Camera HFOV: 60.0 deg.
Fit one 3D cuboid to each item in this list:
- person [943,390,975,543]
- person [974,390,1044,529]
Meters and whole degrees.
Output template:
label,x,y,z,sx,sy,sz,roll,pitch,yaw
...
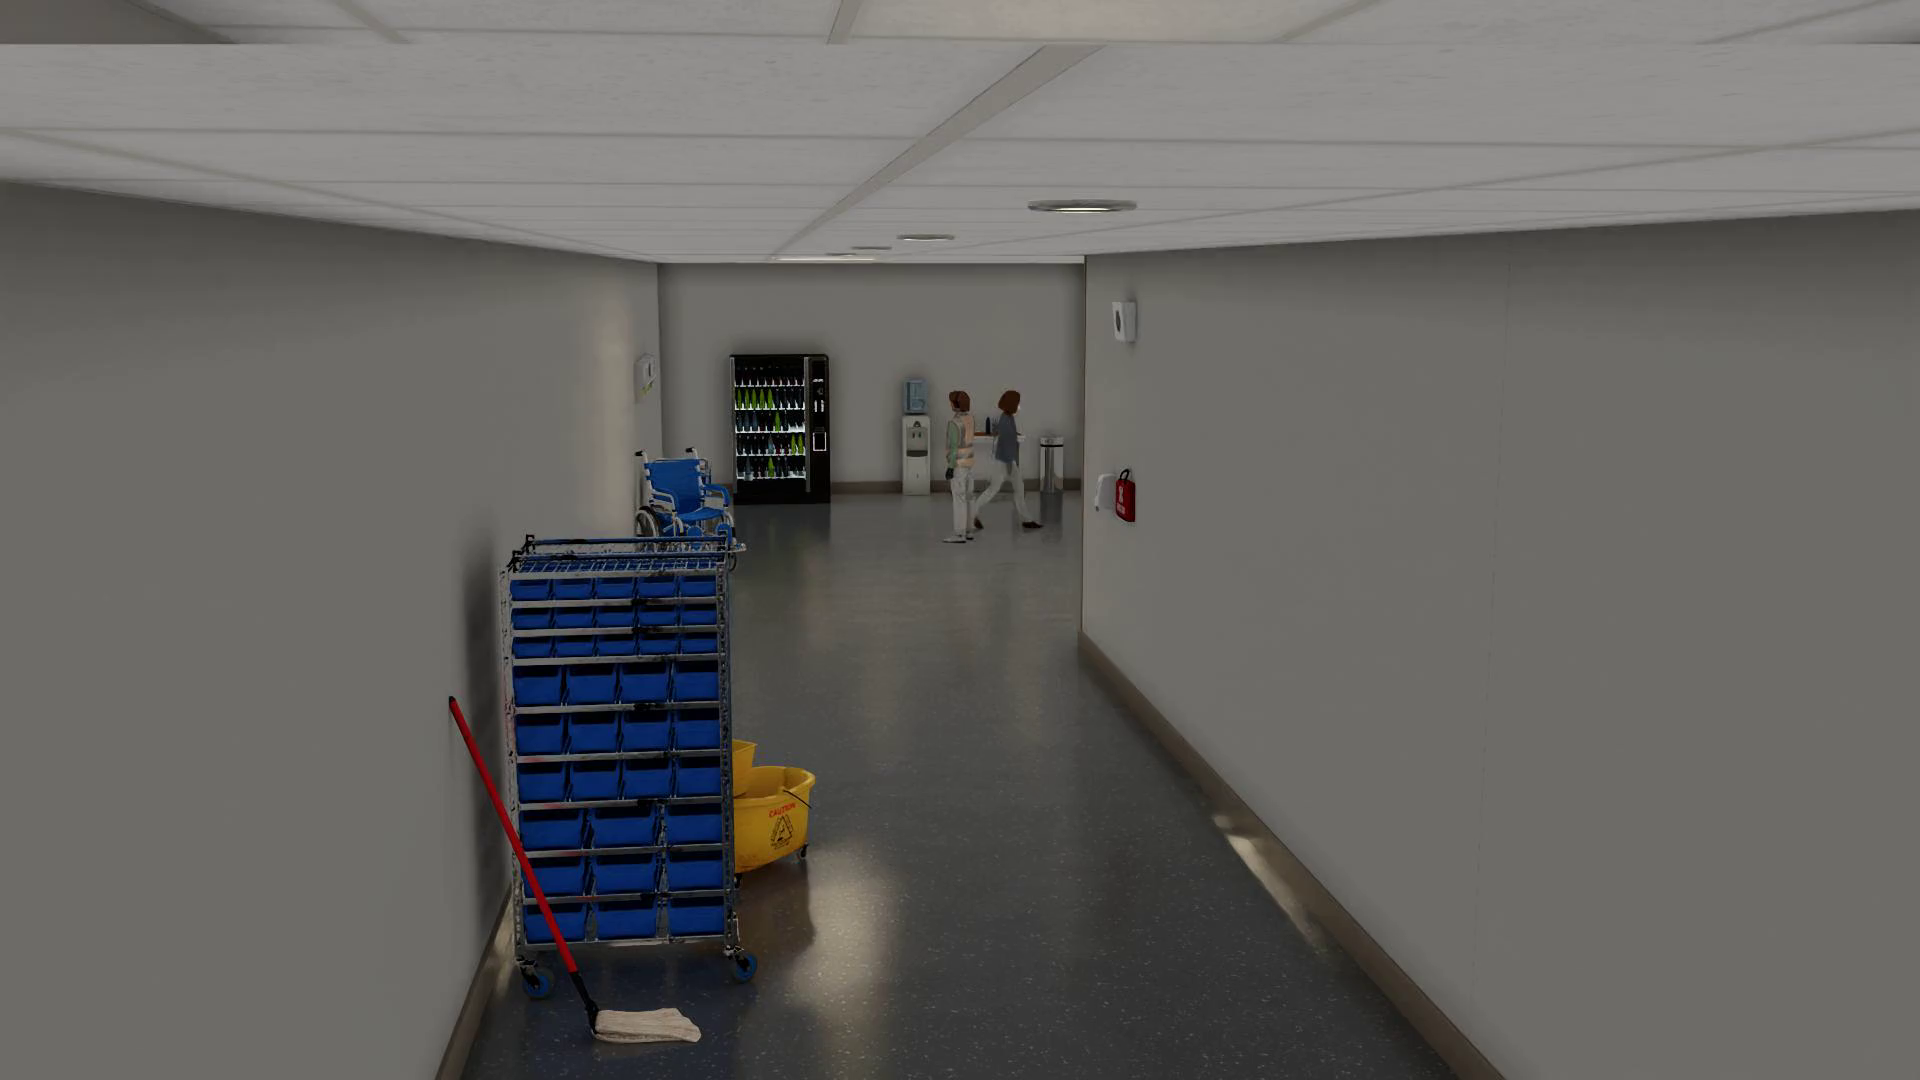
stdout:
label,x,y,z,sx,sy,sz,roll,pitch,yaw
person,0.005,-0.788,17.889,0.307,1.641,0.513,4,10,24
person,0.474,-0.898,18.742,0.865,1.589,0.498,1,9,5
